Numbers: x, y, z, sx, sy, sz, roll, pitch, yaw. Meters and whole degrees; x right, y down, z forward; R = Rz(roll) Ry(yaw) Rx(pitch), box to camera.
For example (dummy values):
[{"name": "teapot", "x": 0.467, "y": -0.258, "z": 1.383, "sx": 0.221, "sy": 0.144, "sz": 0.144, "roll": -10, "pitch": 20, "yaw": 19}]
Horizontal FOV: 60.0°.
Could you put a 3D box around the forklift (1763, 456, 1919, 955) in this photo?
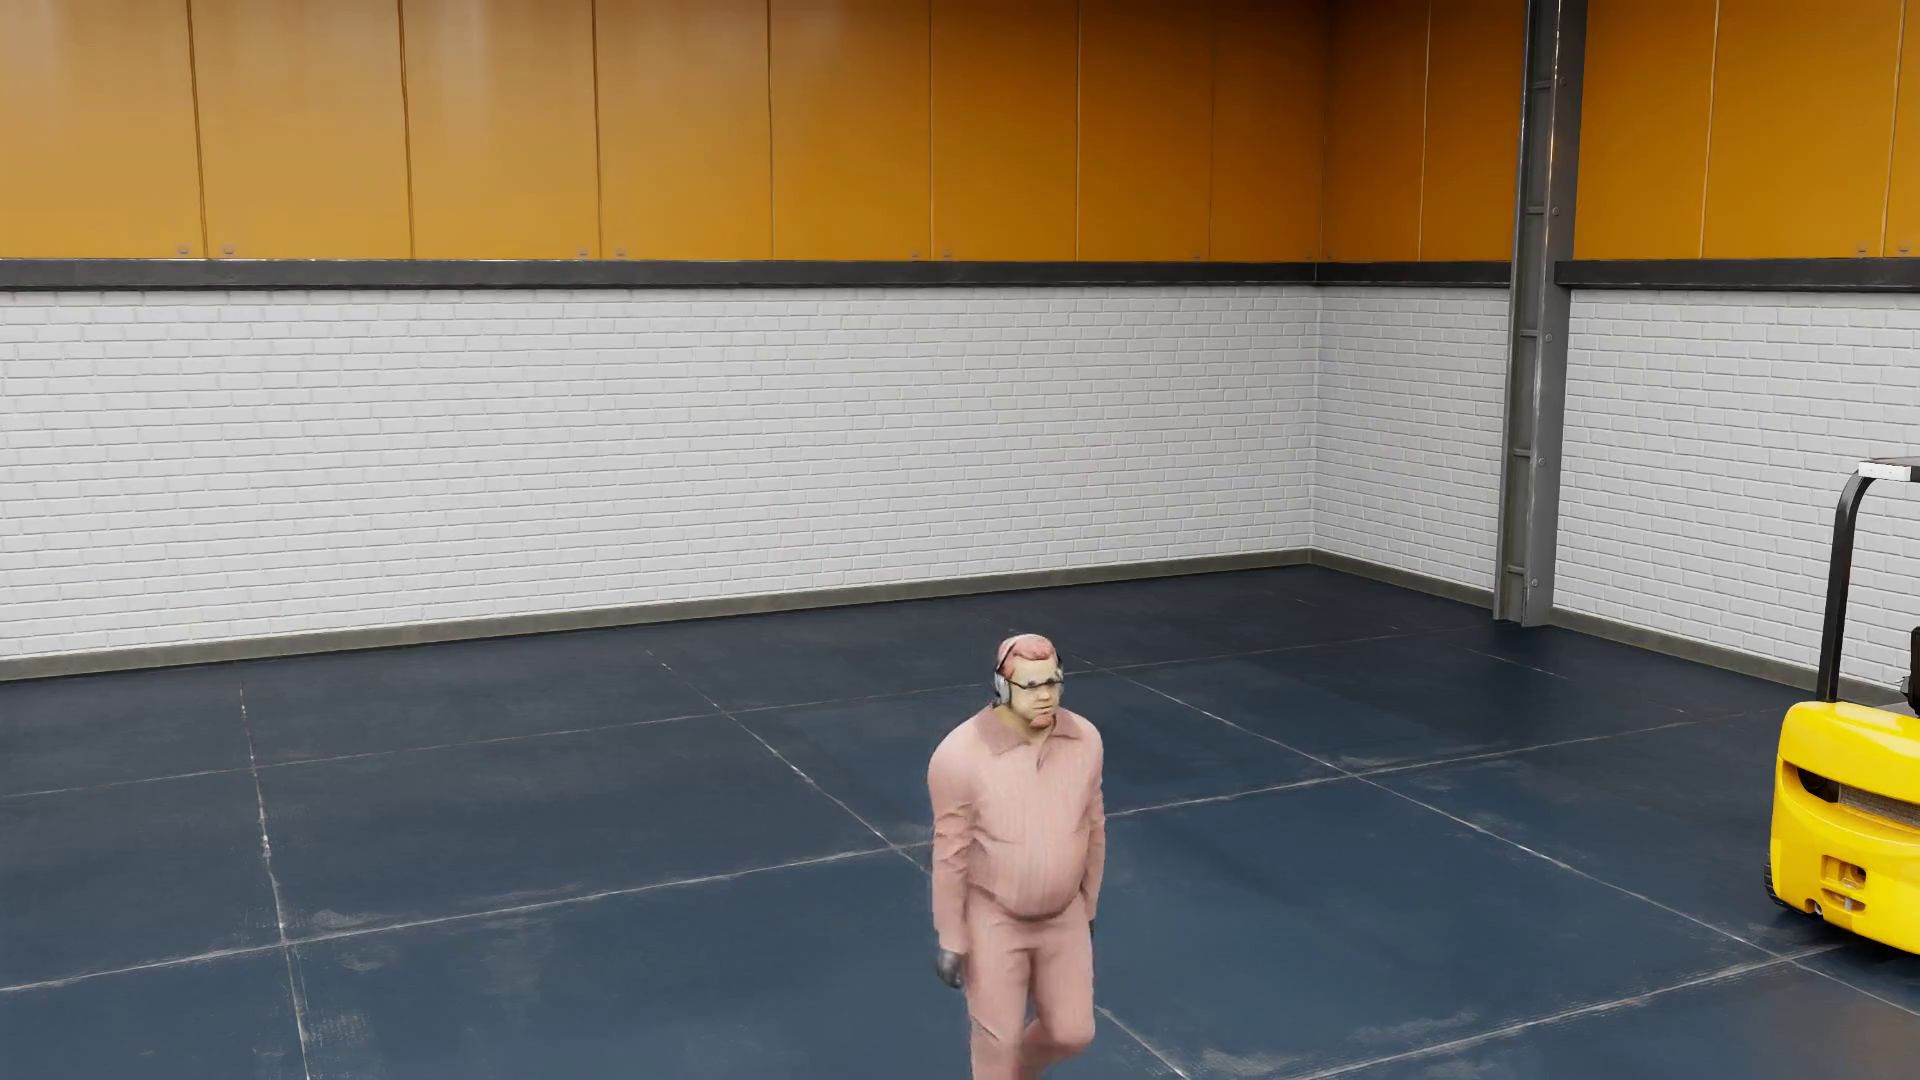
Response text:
[{"name": "forklift", "x": 4.857, "y": 0.731, "z": 7.561, "sx": 2.313, "sy": 2.155, "sz": 1.214, "roll": -4, "pitch": 10, "yaw": -25}]

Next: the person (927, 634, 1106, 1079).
[{"name": "person", "x": 0.186, "y": 1.221, "z": 5.474, "sx": 0.649, "sy": 1.893, "sz": 0.517, "roll": -4, "pitch": 10, "yaw": -24}]
